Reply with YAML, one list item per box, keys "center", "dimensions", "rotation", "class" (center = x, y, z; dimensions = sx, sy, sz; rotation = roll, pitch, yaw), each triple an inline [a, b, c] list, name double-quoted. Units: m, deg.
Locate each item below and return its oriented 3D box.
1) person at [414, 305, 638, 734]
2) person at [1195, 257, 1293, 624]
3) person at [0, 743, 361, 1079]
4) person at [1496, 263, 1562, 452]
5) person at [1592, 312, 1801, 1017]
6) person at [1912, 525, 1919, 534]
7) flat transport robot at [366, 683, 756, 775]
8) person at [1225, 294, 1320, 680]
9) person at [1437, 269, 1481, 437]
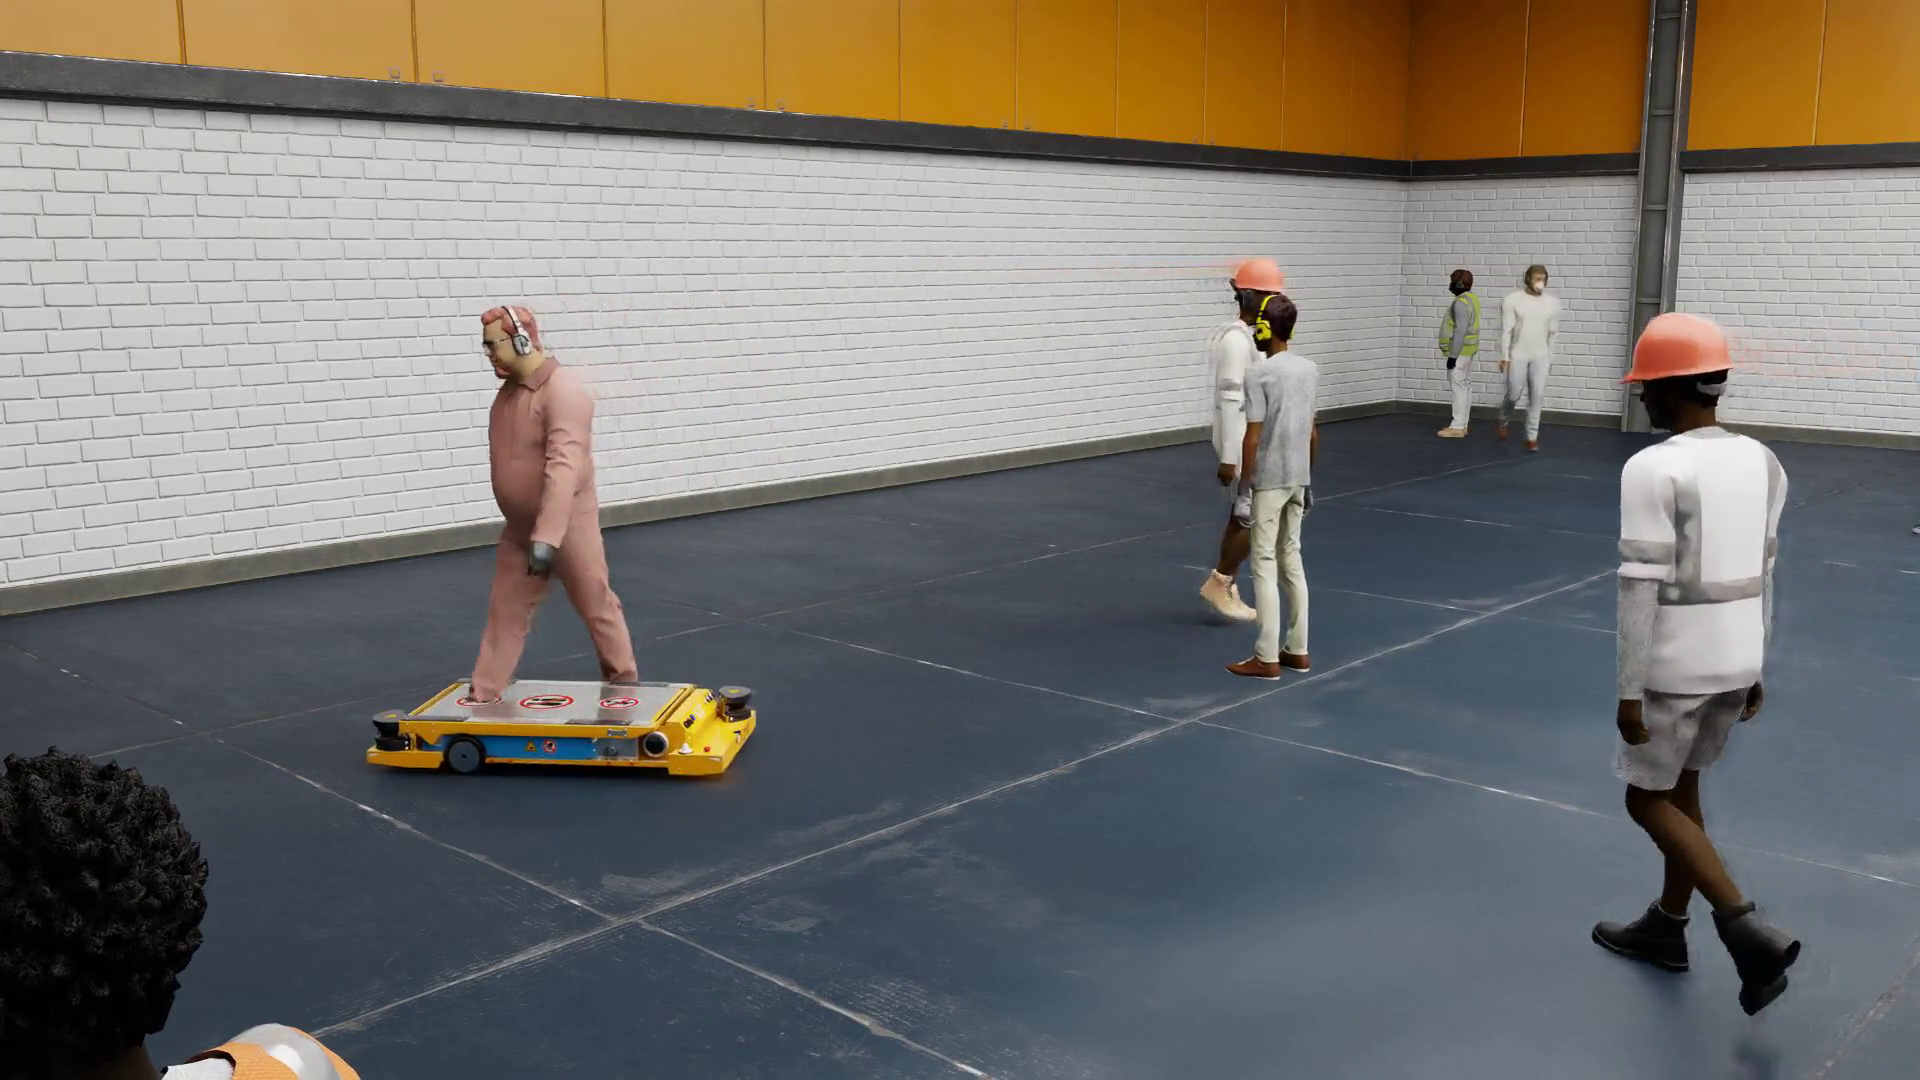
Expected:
- center: [-1.772, -0.041, 6.880]
  dimensions: [0.664, 1.832, 1.049]
  rotation: [8, 13, 40]
  class: "person"
- center: [1.582, -0.524, 9.114]
  dimensions: [0.440, 2.024, 0.613]
  rotation: [3, 10, 17]
  class: "person"
- center: [-0.671, 0.998, 1.398]
  dimensions: [0.320, 1.694, 0.532]
  rotation: [3, 10, 17]
  class: "person"
- center: [5.850, -1.890, 17.178]
  dimensions: [0.632, 1.923, 0.672]
  rotation: [0, 10, 1]
  class: "person"
- center: [2.052, 0.344, 4.511]
  dimensions: [0.581, 1.909, 0.703]
  rotation: [-5, 11, -24]
  class: "person"
- center: [7.126, -0.908, 11.874]
  dimensions: [0.403, 1.826, 0.591]
  rotation: [-2, 10, -11]
  class: "person"
- center: [-1.608, 0.755, 6.821]
  dimensions: [1.431, 0.197, 0.652]
  rotation: [1, 10, 5]
  class: "flat transport robot"
- center: [1.514, -0.249, 8.037]
  dimensions: [0.535, 1.858, 0.343]
  rotation: [-8, 12, -37]
  class: "person"
- center: [5.488, -2.052, 18.333]
  dimensions: [0.429, 1.845, 0.621]
  rotation: [5, 11, 28]
  class: "person"
